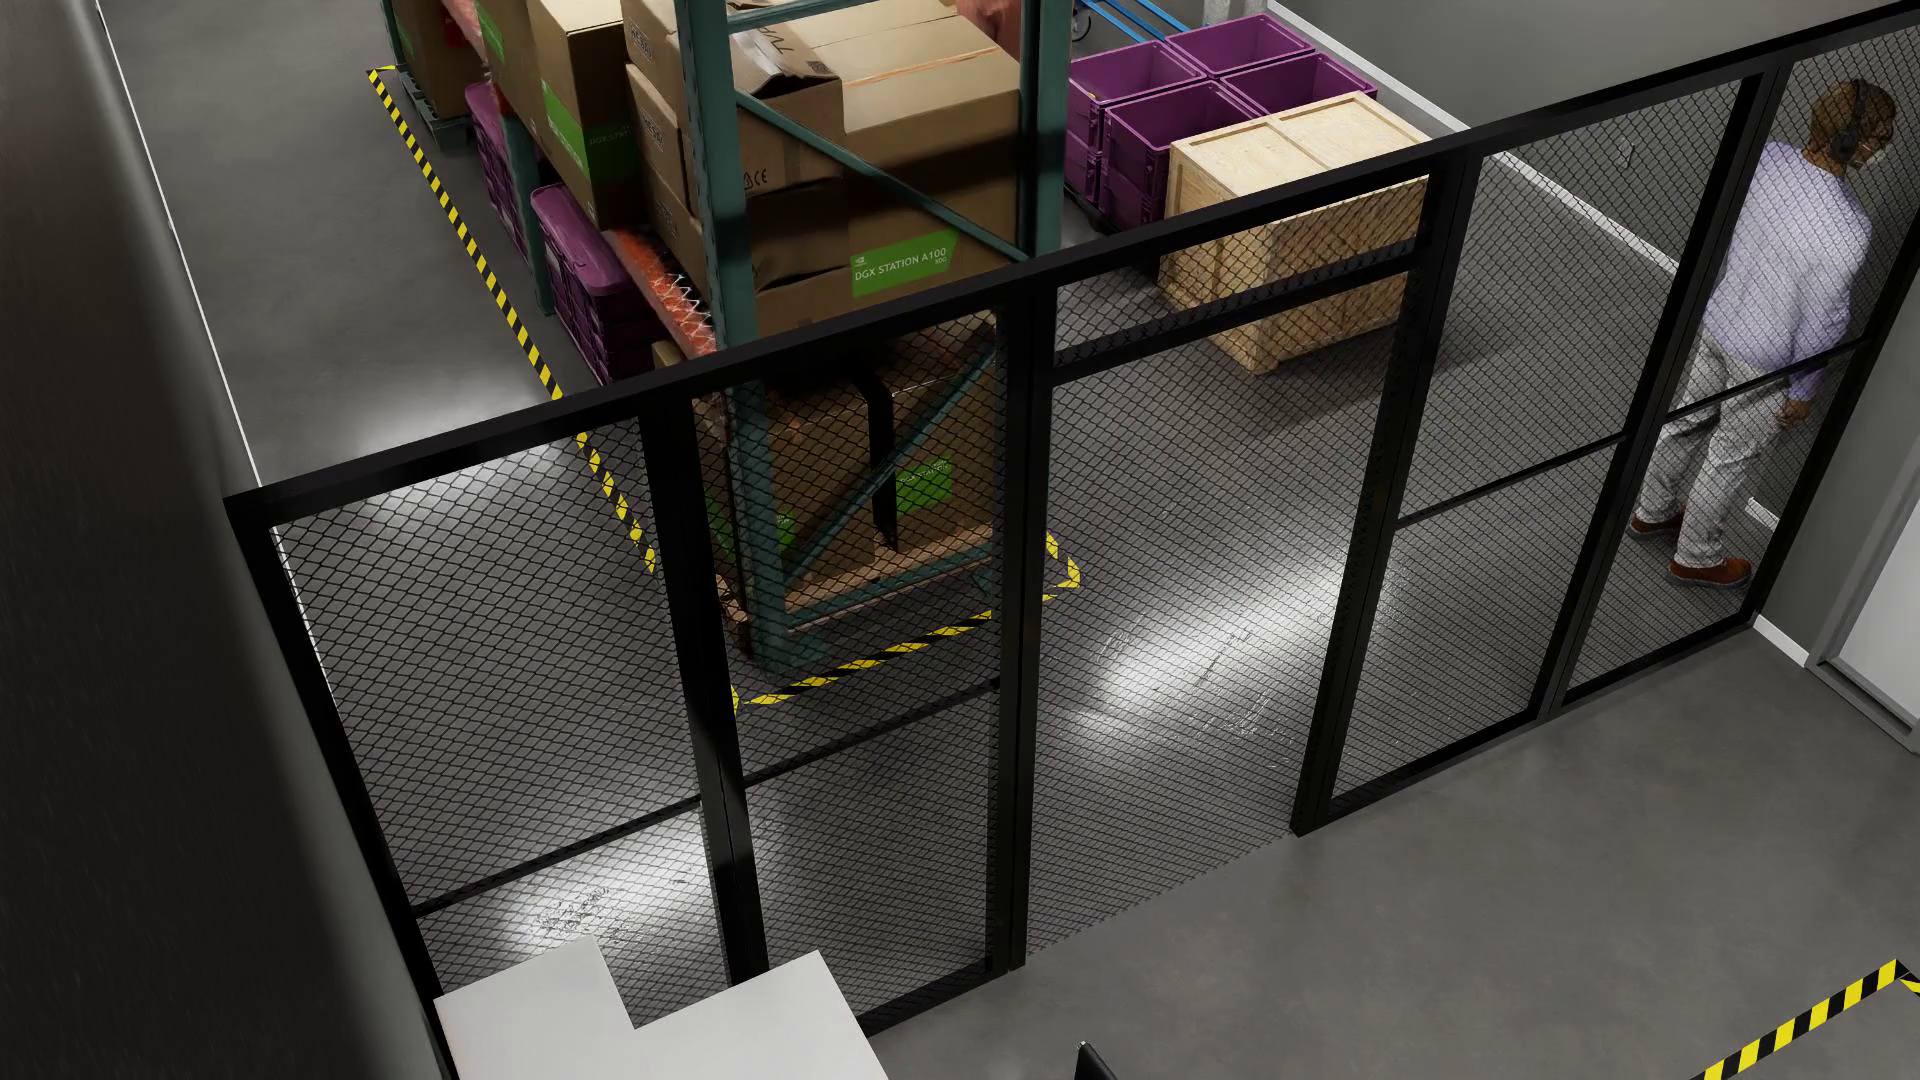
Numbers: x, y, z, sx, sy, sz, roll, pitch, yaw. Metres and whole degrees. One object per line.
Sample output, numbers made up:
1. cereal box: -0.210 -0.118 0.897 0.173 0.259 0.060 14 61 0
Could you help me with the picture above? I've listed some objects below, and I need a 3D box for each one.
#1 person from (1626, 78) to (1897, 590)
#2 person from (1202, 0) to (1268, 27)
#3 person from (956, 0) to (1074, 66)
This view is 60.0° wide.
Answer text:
1. person: 2.725 -0.667 5.677 0.372 1.938 0.631 -8 43 -9
2. person: 1.428 -3.270 8.599 0.589 1.835 0.404 -16 45 -17
3. person: 0.198 -1.821 6.897 0.623 1.992 0.396 -32 51 -30
